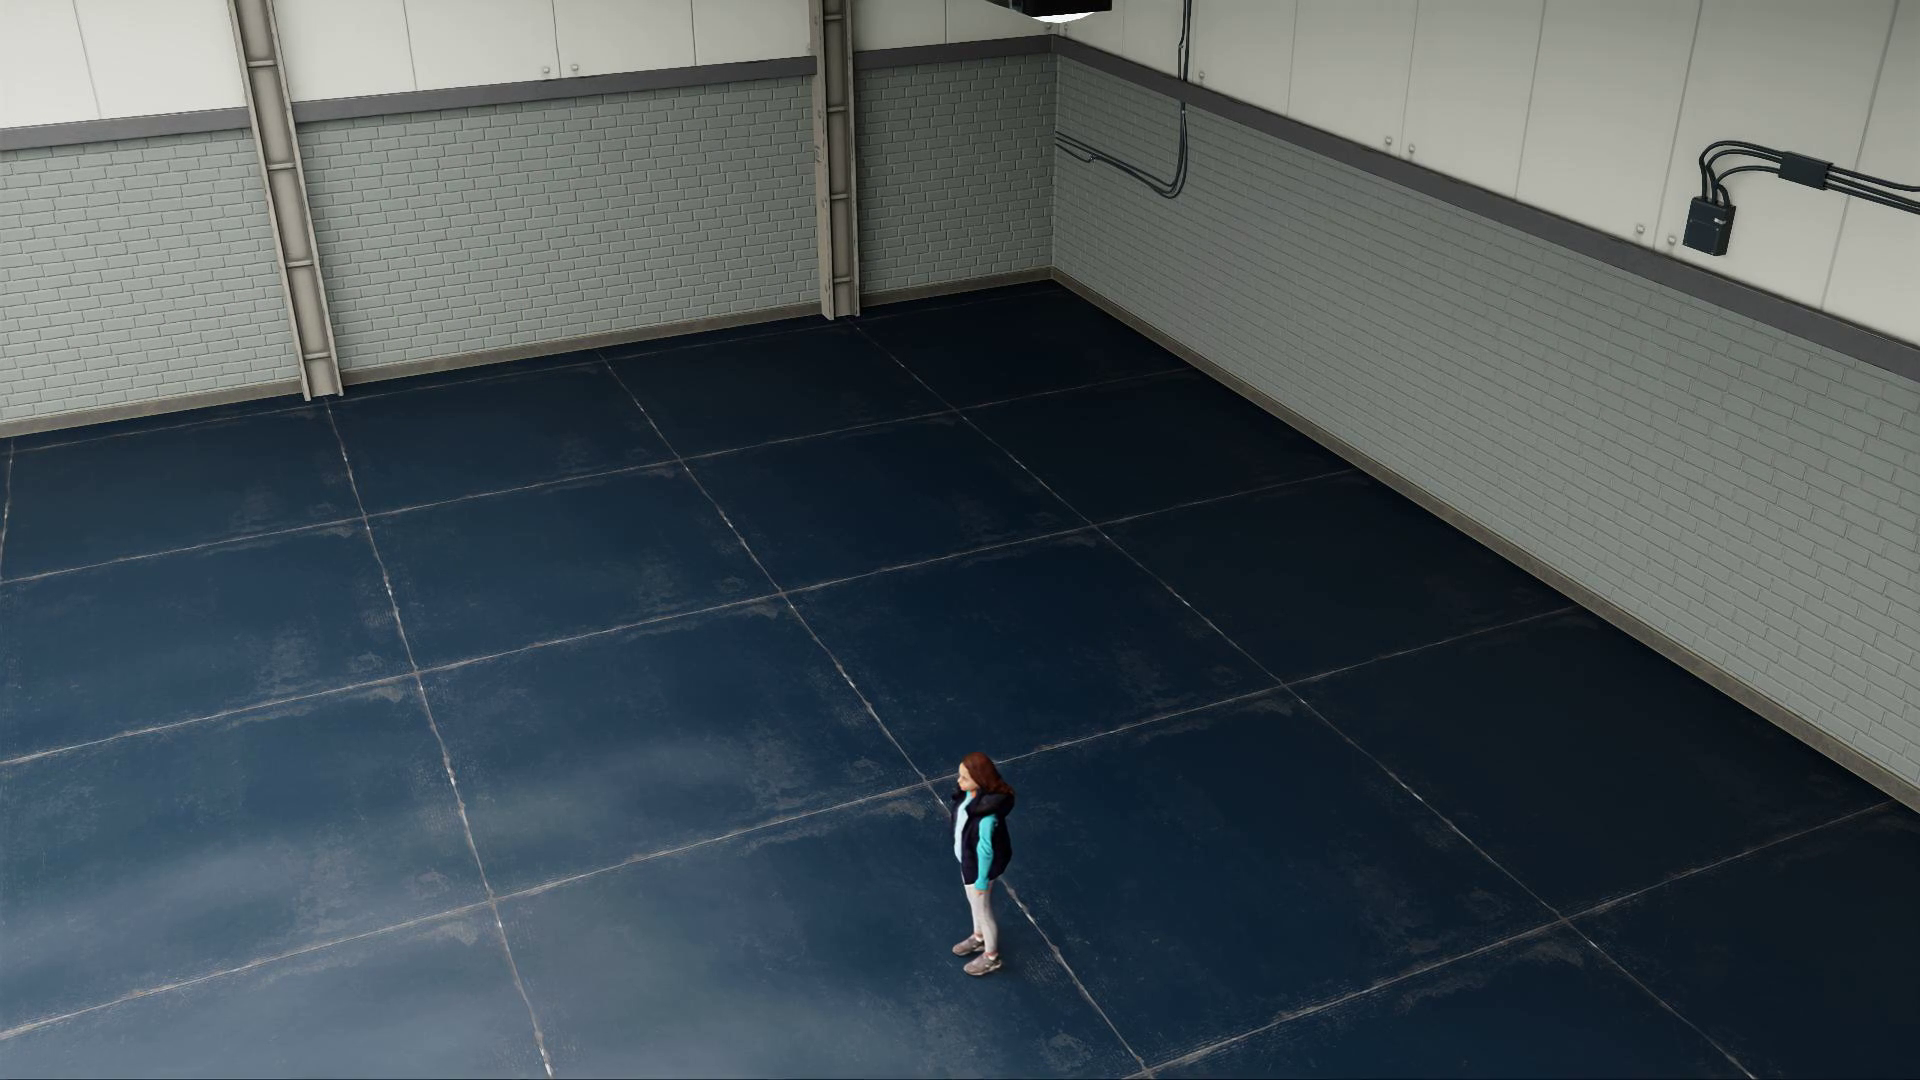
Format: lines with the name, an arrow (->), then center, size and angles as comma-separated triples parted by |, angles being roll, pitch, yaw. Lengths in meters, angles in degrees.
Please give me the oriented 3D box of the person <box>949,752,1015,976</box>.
person -> 0.114, 1.852, 9.664 | 0.614, 1.500, 0.595 | -7, 28, -14
